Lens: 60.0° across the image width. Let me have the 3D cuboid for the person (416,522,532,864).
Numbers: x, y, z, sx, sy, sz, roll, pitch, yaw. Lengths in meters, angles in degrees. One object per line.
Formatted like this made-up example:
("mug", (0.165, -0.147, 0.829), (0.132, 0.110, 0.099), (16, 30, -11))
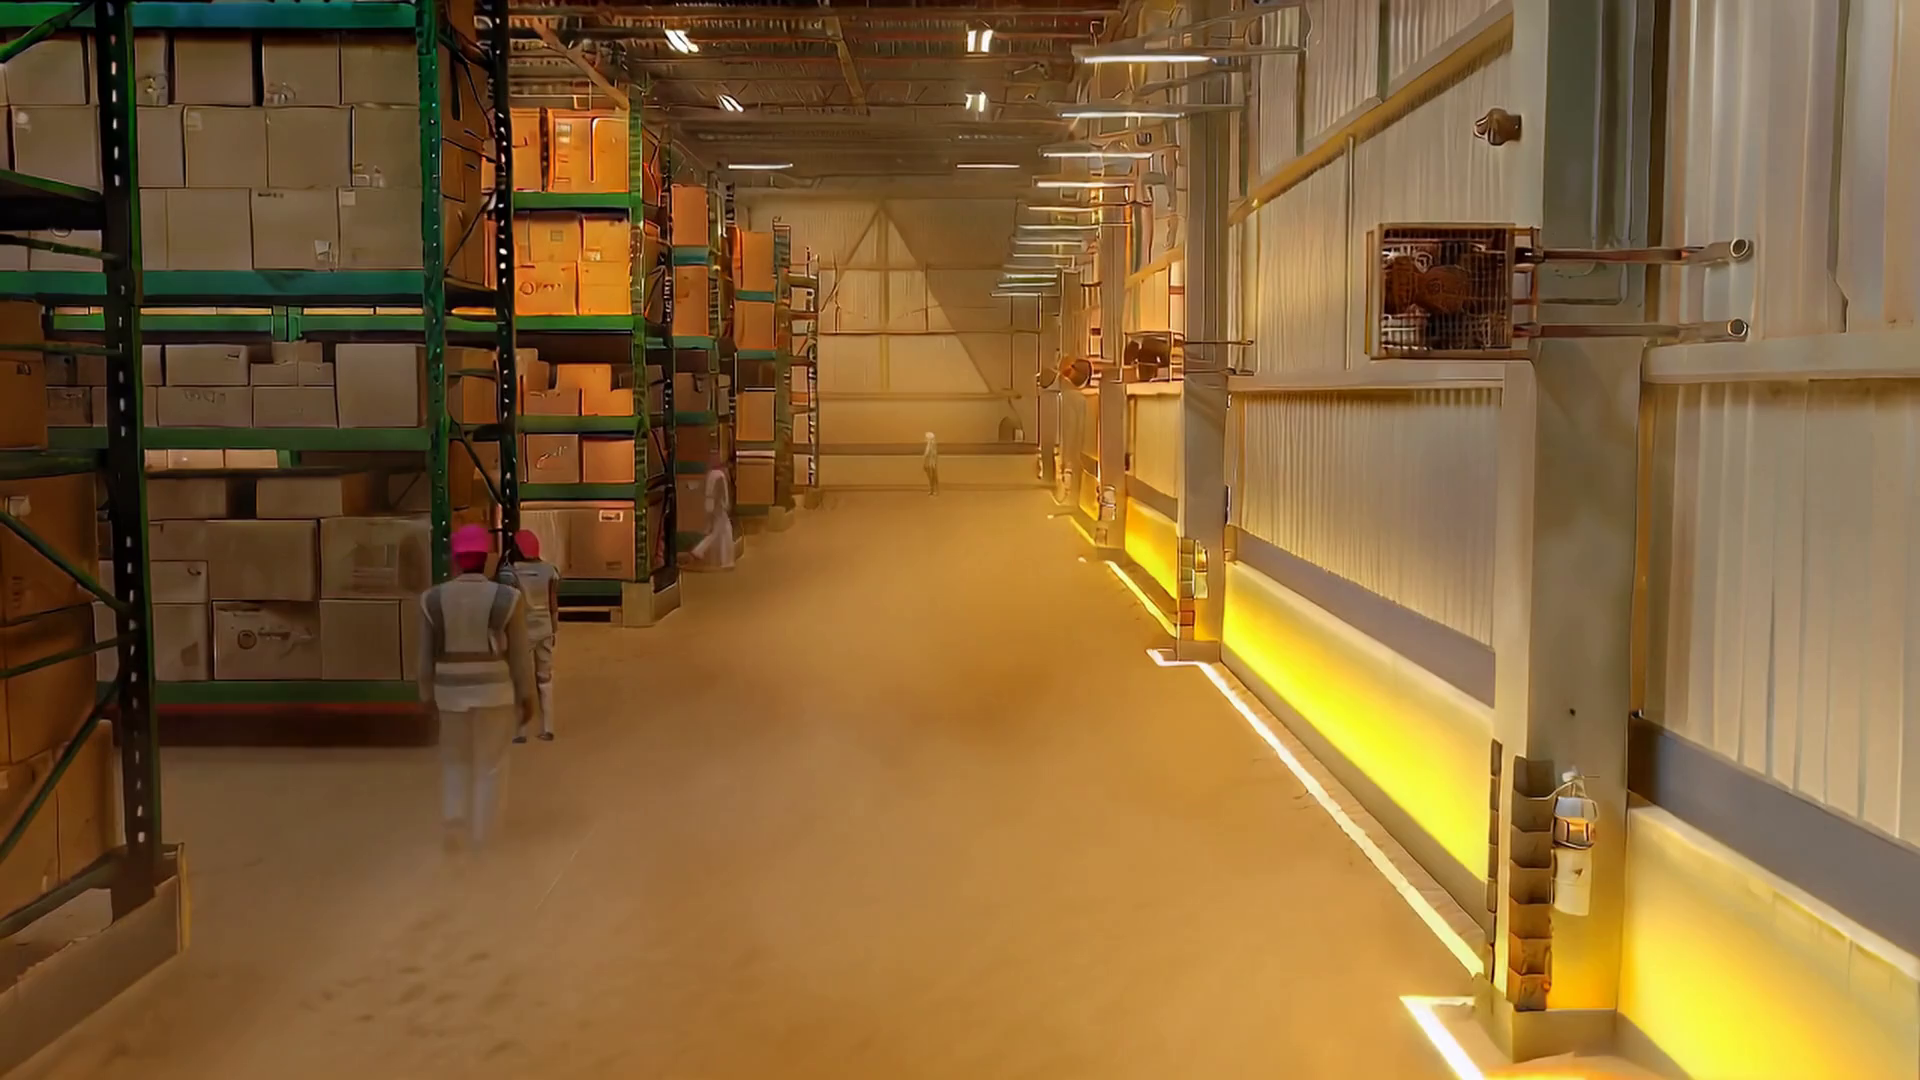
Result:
("person", (-2.711, 0.867, 9.309), (0.606, 1.924, 0.504), (0, 5, -2))

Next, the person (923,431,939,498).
("person", (-0.790, -1.975, 43.481), (0.354, 1.744, 0.563), (-3, 6, -33))

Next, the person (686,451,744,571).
("person", (-3.696, -0.428, 25.029), (0.762, 1.820, 0.572), (-2, 5, -23))

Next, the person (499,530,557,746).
("person", (-3.253, 0.736, 12.544), (0.315, 1.632, 0.518), (4, 6, 40))
